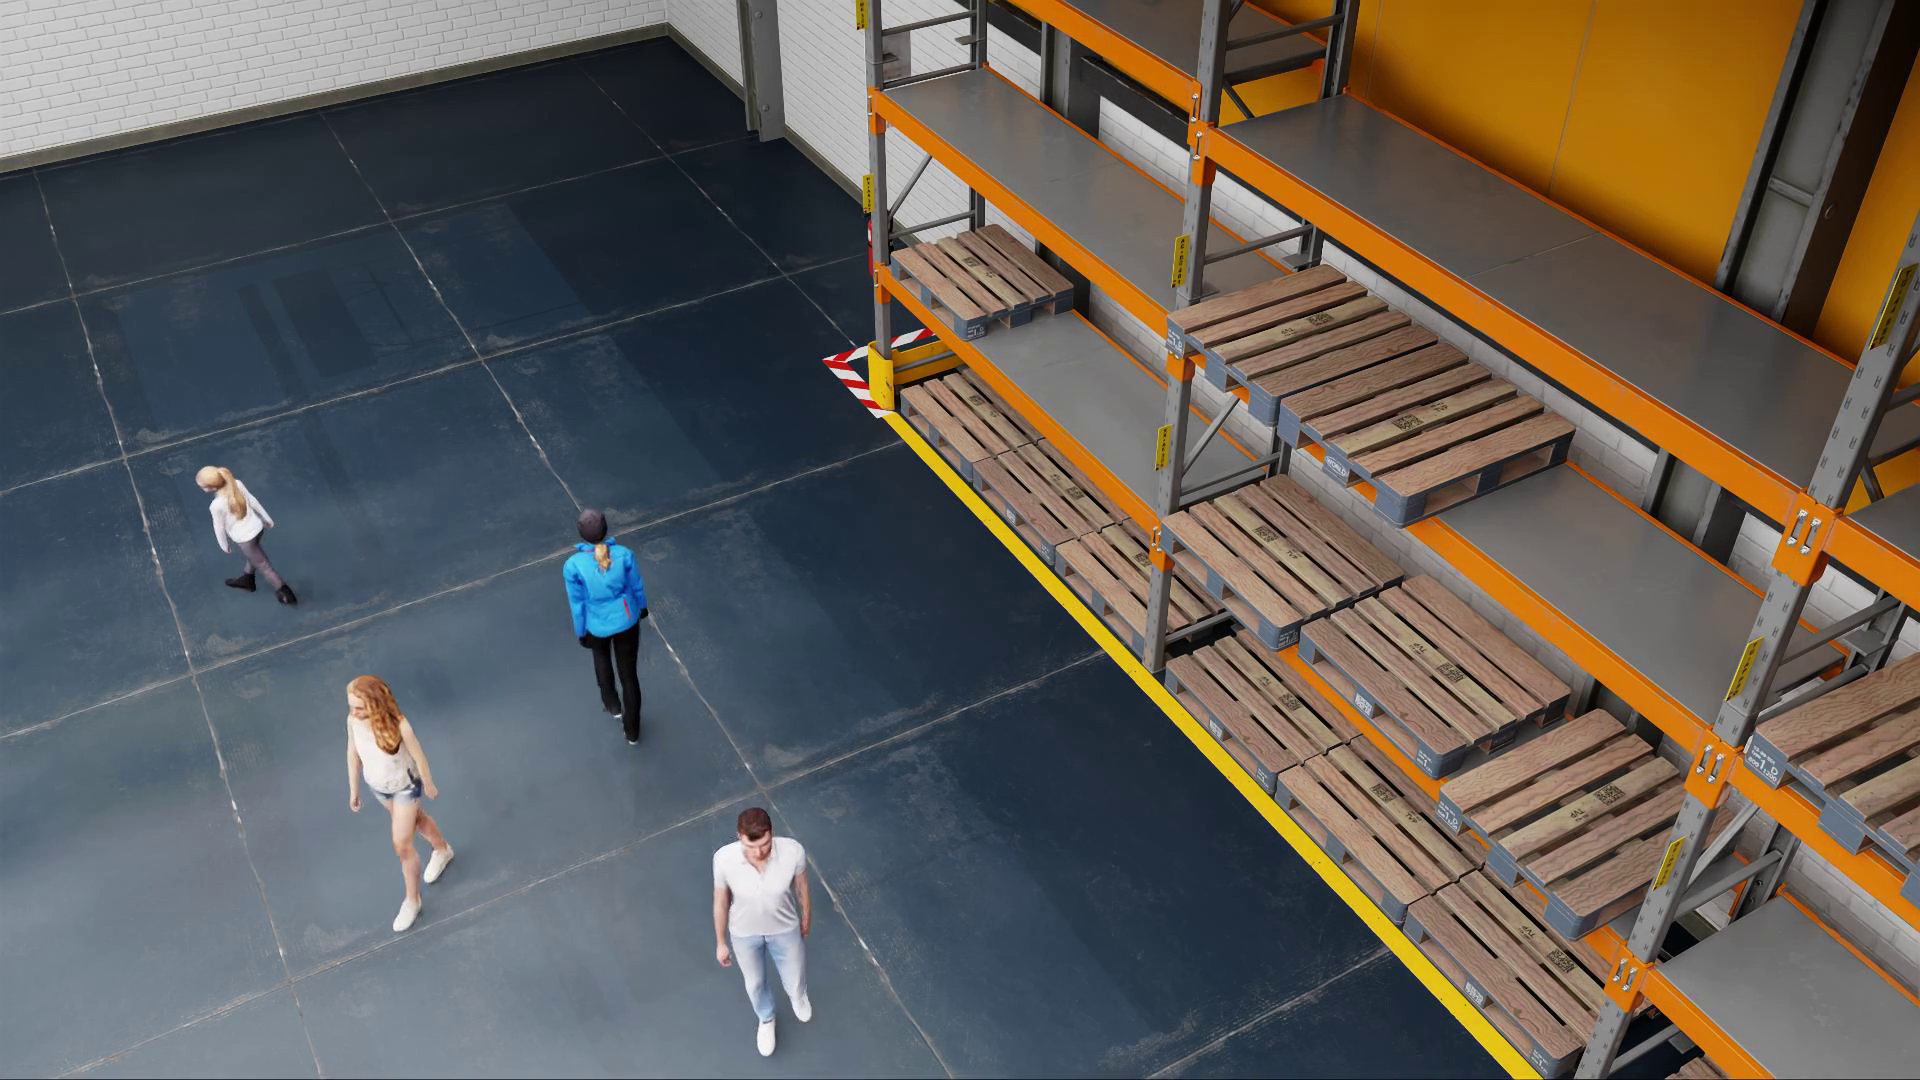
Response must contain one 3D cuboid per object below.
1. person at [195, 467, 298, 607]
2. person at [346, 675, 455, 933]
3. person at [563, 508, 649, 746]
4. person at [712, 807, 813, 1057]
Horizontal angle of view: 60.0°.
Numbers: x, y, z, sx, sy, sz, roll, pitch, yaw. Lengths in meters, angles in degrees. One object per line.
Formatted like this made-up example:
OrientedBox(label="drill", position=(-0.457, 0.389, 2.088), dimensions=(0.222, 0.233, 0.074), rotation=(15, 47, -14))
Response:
OrientedBox(label="person", position=(-5.035, -0.031, 11.874), dimensions=(0.887, 1.241, 0.821), rotation=(16, 41, 19))
OrientedBox(label="person", position=(-3.227, 1.378, 9.711), dimensions=(0.923, 1.738, 0.934), rotation=(16, 41, 19))
OrientedBox(label="person", position=(-2.214, 0.609, 10.640), dimensions=(0.750, 1.780, 0.831), rotation=(-7, 39, -8))
OrientedBox(label="person", position=(-1.051, 1.993, 8.859), dimensions=(0.792, 1.840, 0.822), rotation=(-4, 39, -5))
